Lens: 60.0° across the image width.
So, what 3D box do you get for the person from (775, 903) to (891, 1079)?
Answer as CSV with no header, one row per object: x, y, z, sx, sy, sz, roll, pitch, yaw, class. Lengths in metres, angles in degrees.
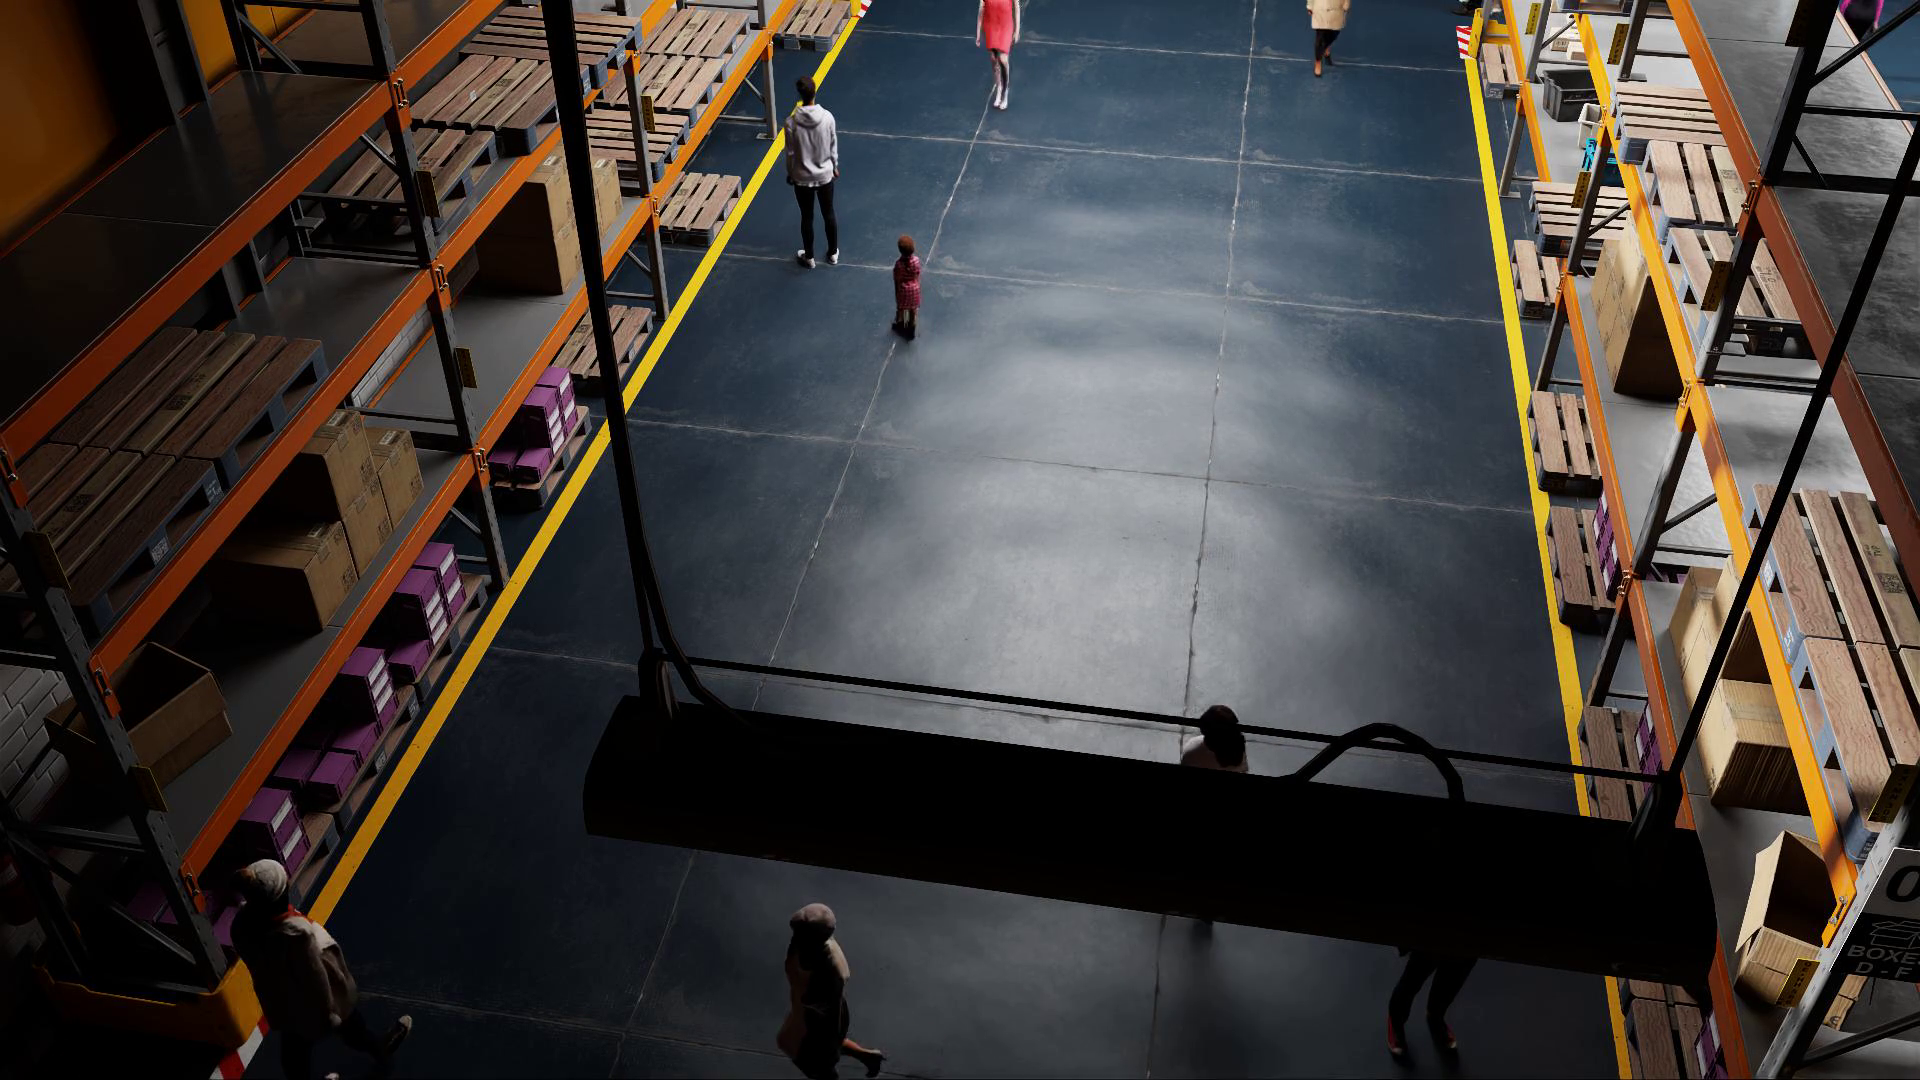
-0.637,2.464,8.725,0.917,1.737,0.899,-15,41,-18,person

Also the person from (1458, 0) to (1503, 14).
6.862,-7.600,21.422,0.976,1.618,1.064,27,46,30,person

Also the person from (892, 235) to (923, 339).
-0.465,-2.310,15.281,0.545,1.013,0.616,-14,41,-17,person

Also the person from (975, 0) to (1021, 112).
0.471,-5.858,19.087,0.652,1.809,0.686,14,41,17,person

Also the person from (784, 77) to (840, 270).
-1.414,-3.550,16.100,0.774,1.931,0.771,-12,40,-14,person

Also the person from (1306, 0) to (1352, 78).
4.405,-6.383,19.868,0.705,1.654,0.860,2,39,2,person

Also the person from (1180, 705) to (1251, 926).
1.416,1.542,9.853,0.891,1.770,0.984,-18,42,-22,person

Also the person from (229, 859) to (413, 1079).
-3.522,2.398,8.699,0.853,1.871,1.040,16,41,19,person

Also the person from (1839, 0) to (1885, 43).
10.498,-6.067,19.403,0.580,1.742,0.610,7,39,9,person

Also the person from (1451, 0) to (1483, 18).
6.712,-7.689,21.312,0.850,1.894,0.734,28,46,30,person
